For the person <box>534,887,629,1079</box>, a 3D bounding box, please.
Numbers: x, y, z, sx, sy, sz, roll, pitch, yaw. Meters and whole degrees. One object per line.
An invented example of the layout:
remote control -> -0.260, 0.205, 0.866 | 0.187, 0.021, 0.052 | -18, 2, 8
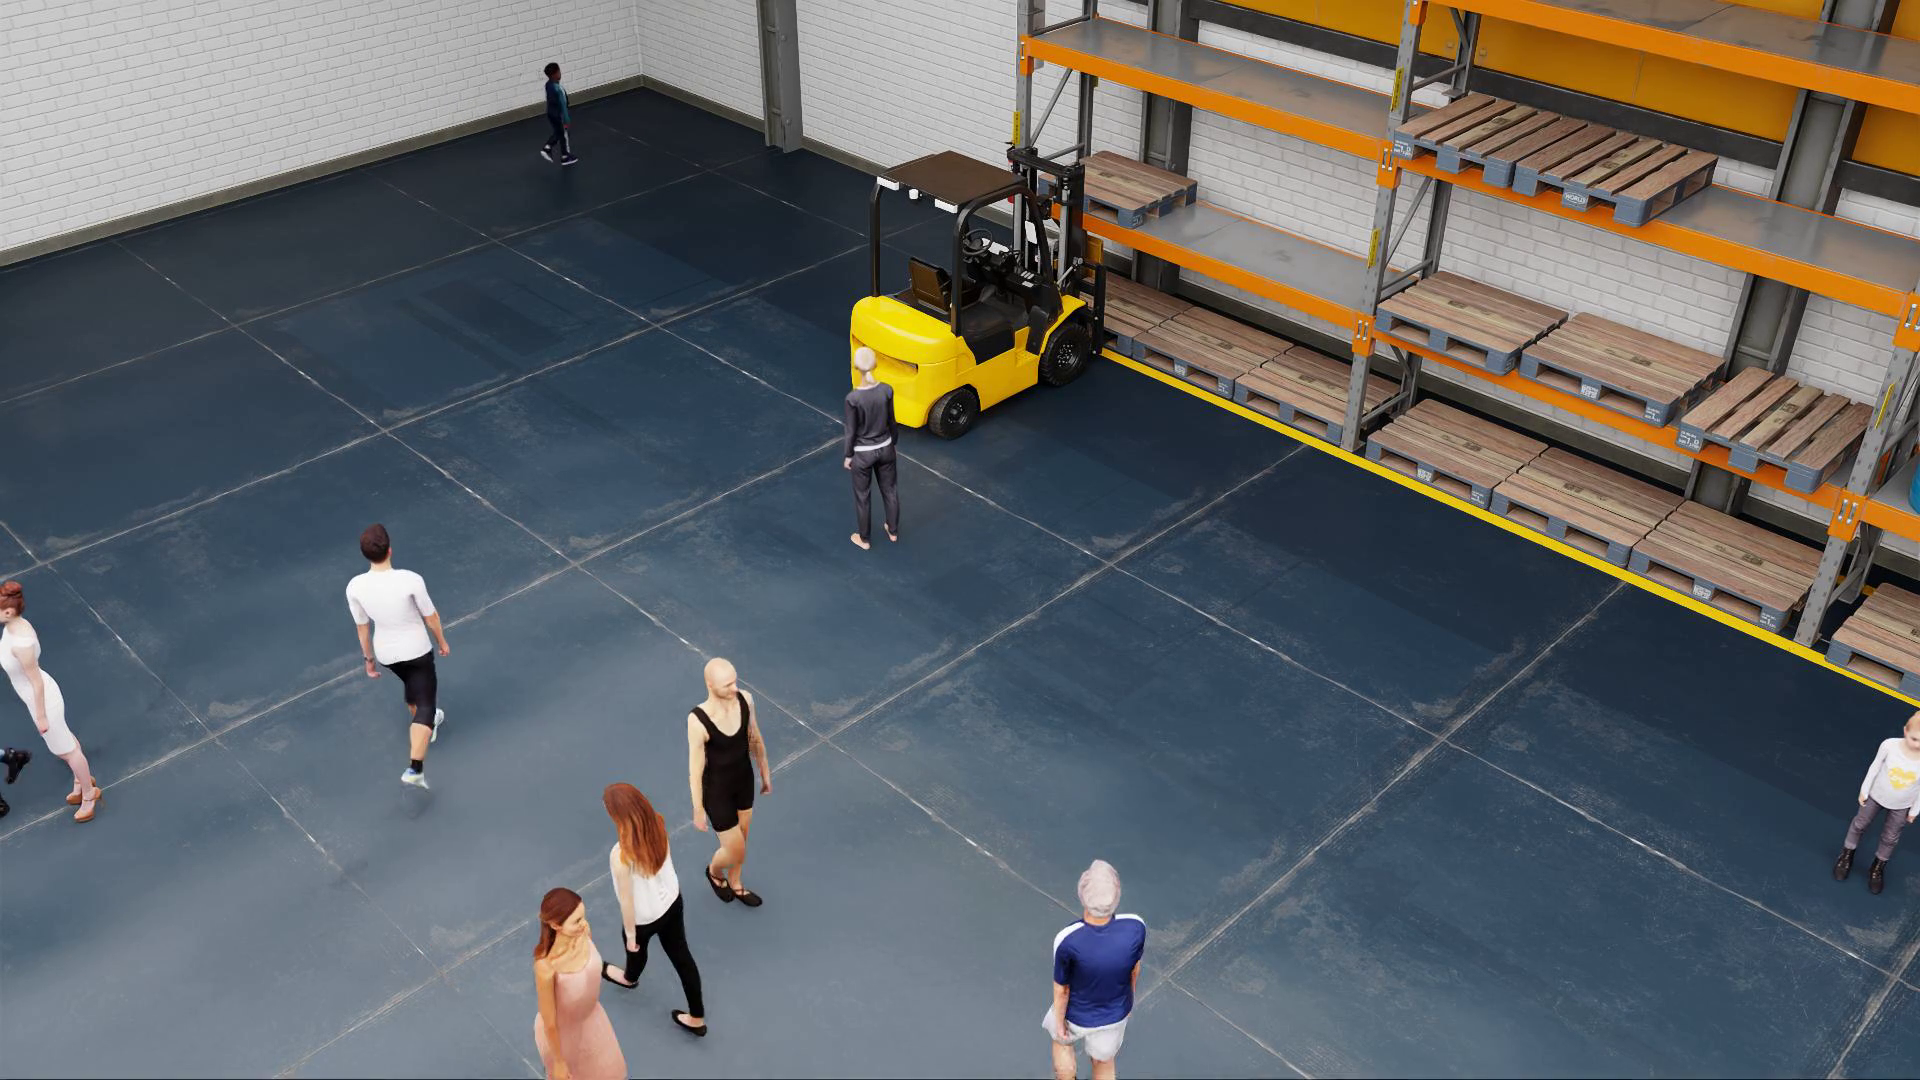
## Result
person -> -1.996, 2.378, 8.265 | 0.736, 1.811, 0.718 | 21, 39, 29

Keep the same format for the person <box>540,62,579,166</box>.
person -> -4.893, -5.116, 20.049 | 0.572, 1.246, 0.605 | -27, 42, -34

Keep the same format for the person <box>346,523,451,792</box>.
person -> -3.578, 0.765, 10.682 | 1.186, 1.822, 1.222 | 1, 34, 2

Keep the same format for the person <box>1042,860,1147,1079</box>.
person -> 0.692, 2.370, 8.264 | 0.752, 1.825, 0.786 | -6, 34, -9

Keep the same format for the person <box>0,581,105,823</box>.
person -> -5.688, 1.008, 10.341 | 0.663, 1.793, 0.465 | -21, 39, -29

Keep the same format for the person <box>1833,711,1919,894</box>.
person -> 5.597, 1.542, 10.003 | 0.495, 1.278, 0.594 | 18, 38, 25

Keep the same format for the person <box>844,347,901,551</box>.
person -> -0.688, -0.718, 12.998 | 0.668, 1.727, 0.633 | -15, 36, -21

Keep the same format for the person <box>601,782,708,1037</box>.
person -> -1.582, 2.021, 8.924 | 1.071, 1.675, 0.770 | 21, 39, 28

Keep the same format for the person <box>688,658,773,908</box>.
person -> -1.423, 1.405, 9.729 | 0.696, 1.810, 0.736 | 22, 39, 29
